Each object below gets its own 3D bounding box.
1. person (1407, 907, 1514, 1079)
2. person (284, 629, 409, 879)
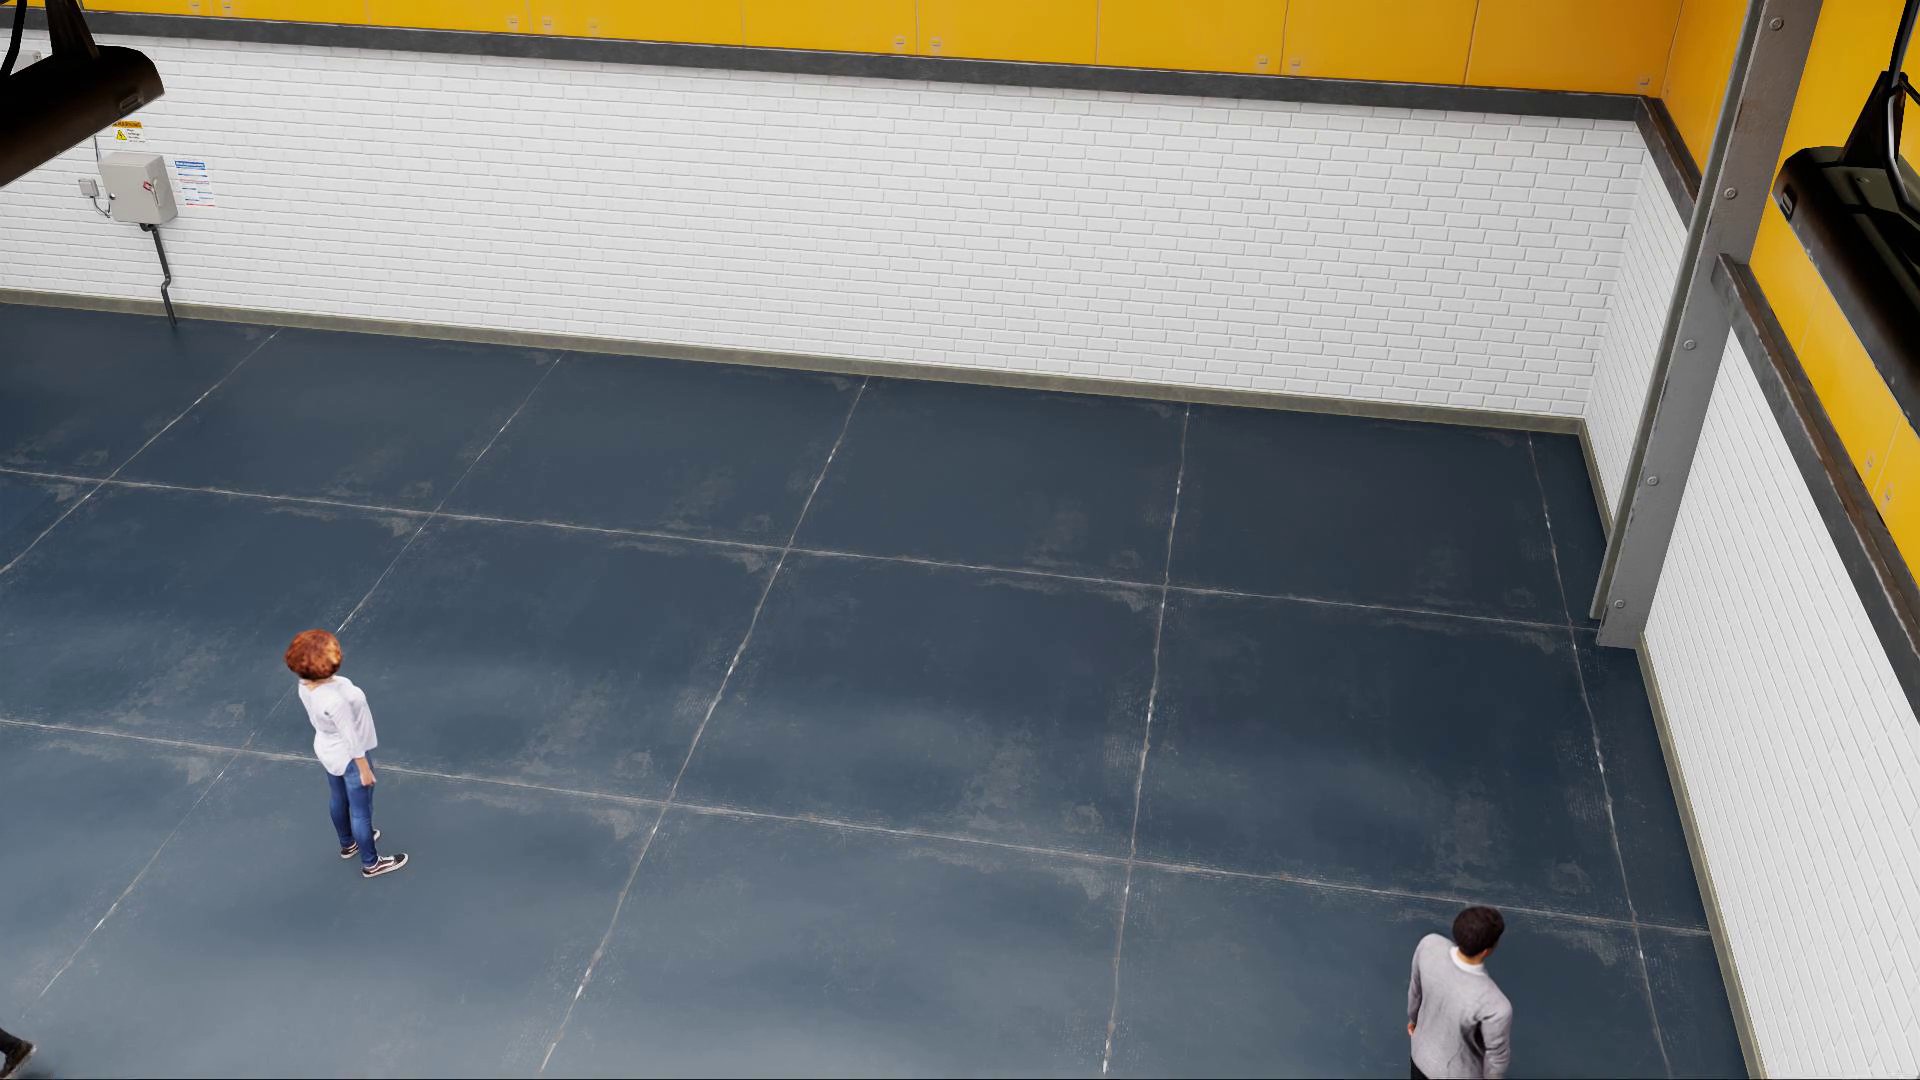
[{"bbox_3d":[2.319,2.450,7.897,0.892,1.923,0.819,-19,38,-26],"label":"person"},{"bbox_3d":[-3.686,1.261,9.879,0.740,1.709,0.769,29,43,36],"label":"person"}]
